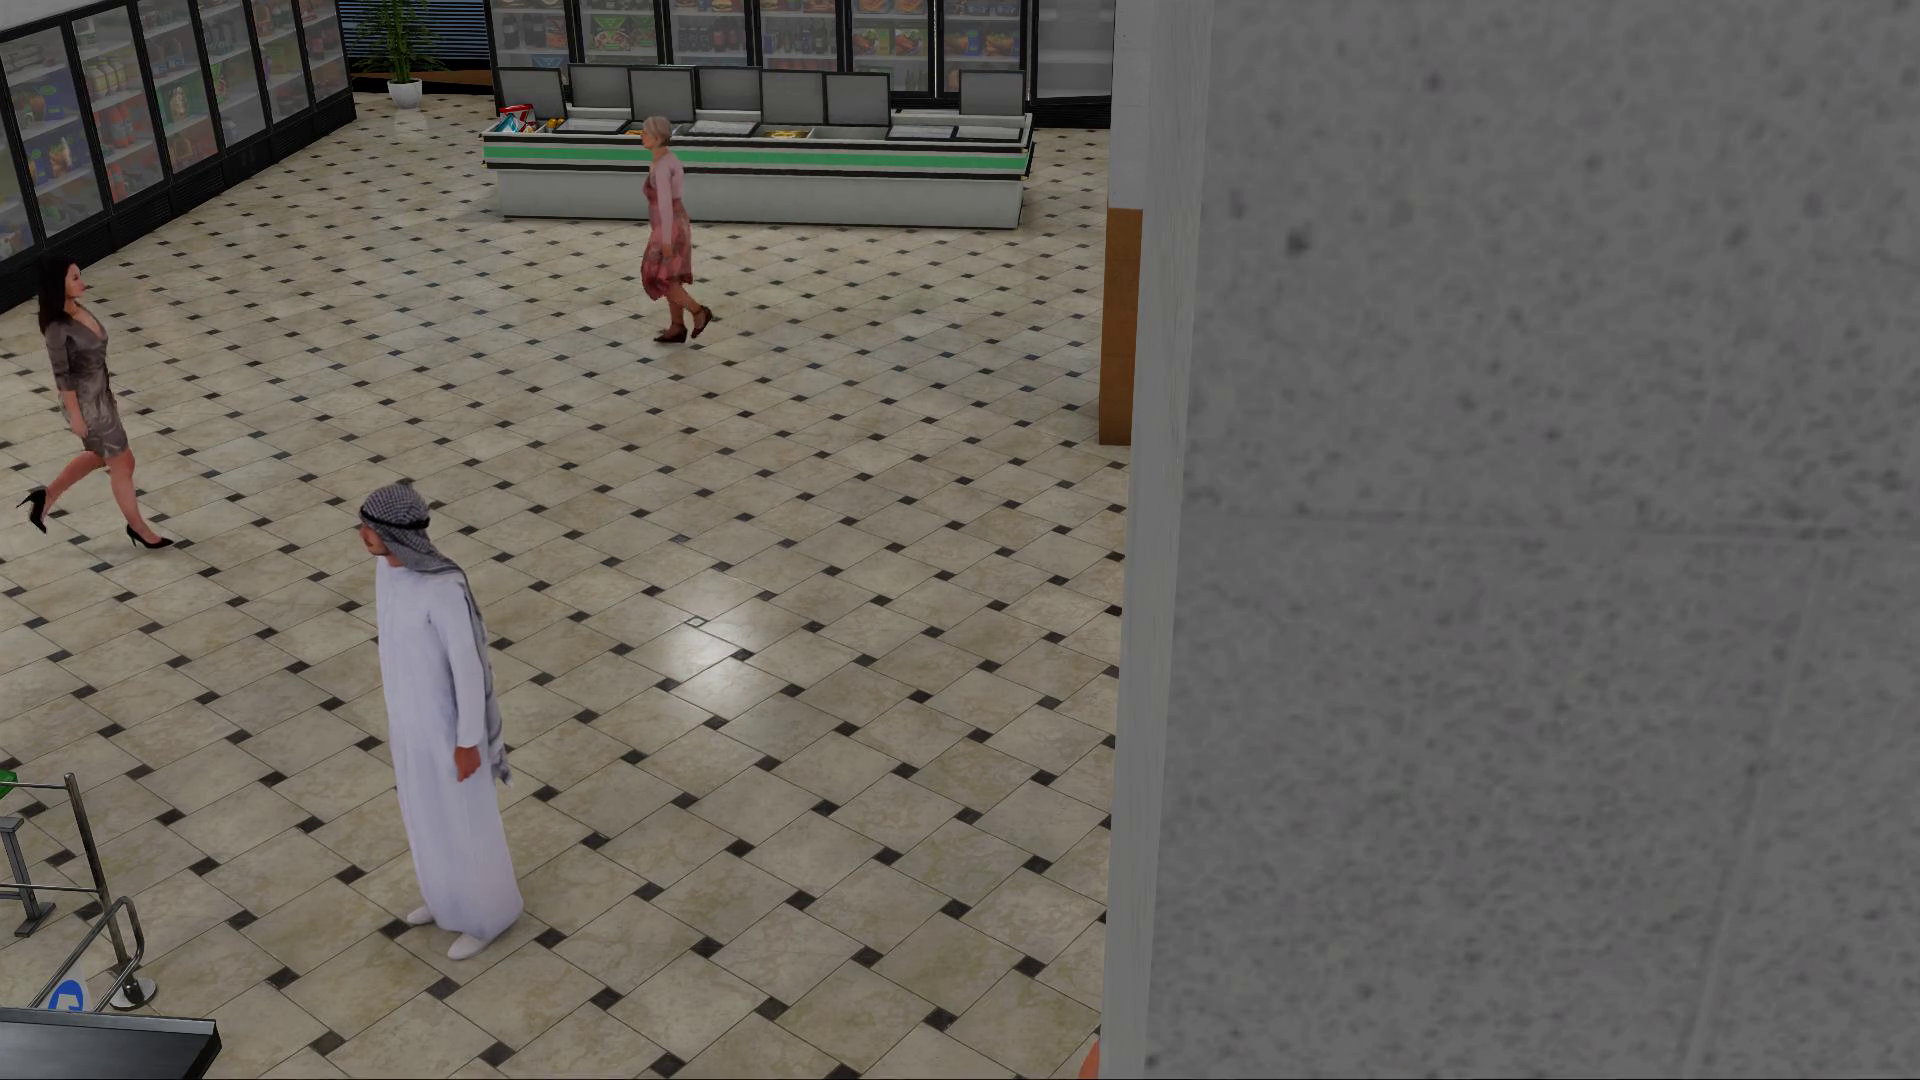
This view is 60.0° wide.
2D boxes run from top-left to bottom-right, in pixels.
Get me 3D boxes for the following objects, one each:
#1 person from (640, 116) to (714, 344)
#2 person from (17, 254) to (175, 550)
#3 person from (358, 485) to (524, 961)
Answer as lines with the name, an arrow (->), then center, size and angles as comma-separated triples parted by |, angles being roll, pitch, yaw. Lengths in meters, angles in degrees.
person -> -2.041, -2.226, 12.090 | 0.750, 1.681, 0.667 | -2, 27, -4
person -> -4.812, -0.709, 9.048 | 1.061, 1.727, 0.810 | -6, 28, -12
person -> -1.921, 0.663, 6.123 | 0.781, 1.925, 0.863 | 24, 35, 38
